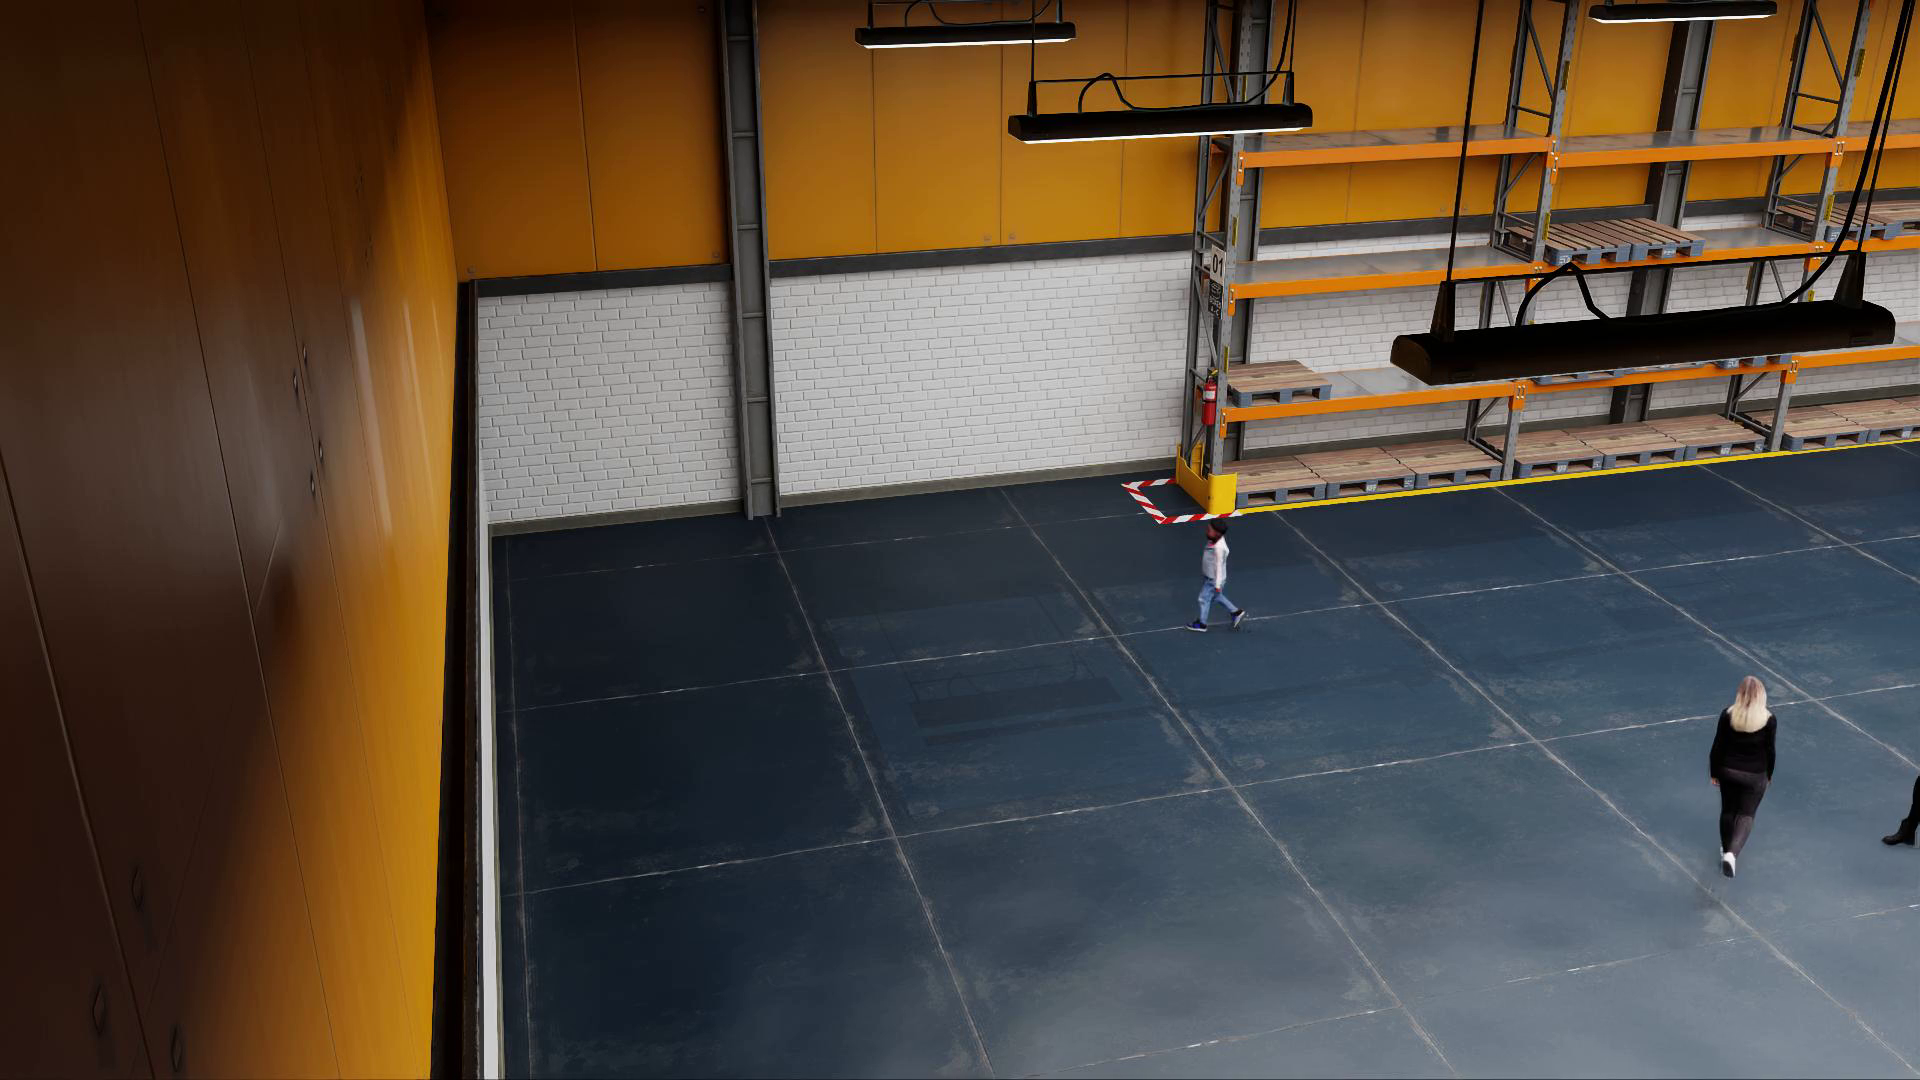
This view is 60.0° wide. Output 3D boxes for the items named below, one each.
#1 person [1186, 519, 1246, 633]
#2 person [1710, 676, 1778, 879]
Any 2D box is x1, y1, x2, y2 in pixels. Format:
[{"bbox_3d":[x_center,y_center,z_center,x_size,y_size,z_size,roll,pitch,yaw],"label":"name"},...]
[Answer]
[{"bbox_3d":[2.656,0.362,16.974,0.877,1.245,0.682,4,24,8],"label":"person"},{"bbox_3d":[6.073,1.885,12.964,0.962,1.666,1.012,14,27,28],"label":"person"}]
